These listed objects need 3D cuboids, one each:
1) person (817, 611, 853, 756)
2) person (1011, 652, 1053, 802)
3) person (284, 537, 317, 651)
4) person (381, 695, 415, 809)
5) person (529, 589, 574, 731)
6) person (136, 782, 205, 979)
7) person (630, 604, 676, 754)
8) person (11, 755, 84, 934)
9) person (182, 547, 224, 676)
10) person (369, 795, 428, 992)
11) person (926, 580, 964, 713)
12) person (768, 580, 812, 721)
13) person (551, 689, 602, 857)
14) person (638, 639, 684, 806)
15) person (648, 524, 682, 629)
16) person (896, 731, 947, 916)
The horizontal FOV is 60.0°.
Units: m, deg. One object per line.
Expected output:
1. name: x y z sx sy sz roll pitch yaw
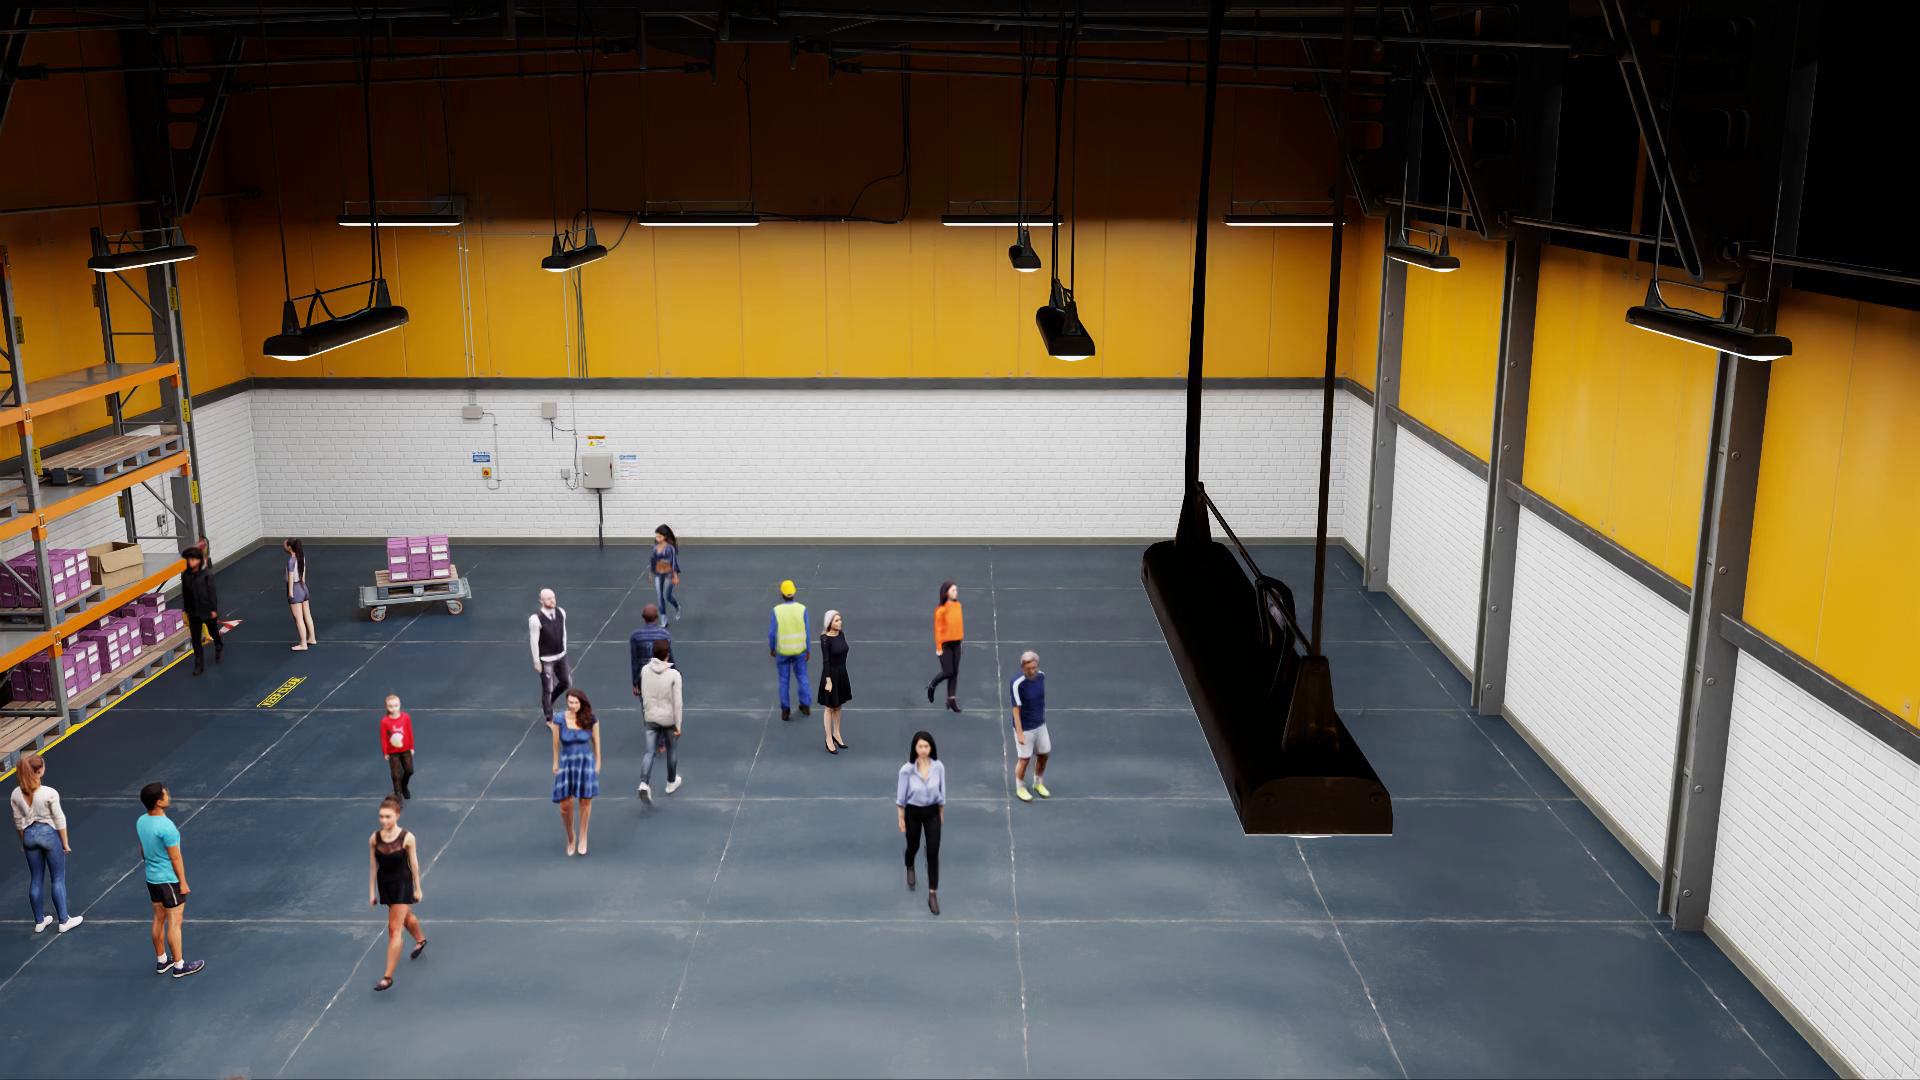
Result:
1. person: -1.506 1.690 20.022 0.754 1.747 0.660 8 16 30
2. person: 0.751 2.054 18.439 0.879 1.785 0.832 11 17 37
3. person: -9.563 0.762 24.070 0.659 1.646 0.454 1 14 4
4. person: -6.237 2.320 18.429 0.628 1.273 0.692 -9 16 -31
5. person: -5.164 1.476 20.777 0.922 1.808 0.851 10 17 35
6. person: -7.007 2.981 14.631 0.689 1.776 0.687 7 15 28
7. person: -3.664 1.697 19.971 0.782 1.757 1.217 -2 14 -10
8. person: -8.523 2.811 15.451 0.620 1.719 0.524 1 14 3
9. person: -10.491 0.946 23.073 0.708 1.758 1.100 -2 14 -7
10. person: -4.931 3.050 14.671 0.731 1.622 1.180 3 14 11
11. person: -0.205 1.363 21.395 0.916 1.736 0.864 12 18 40
12. person: -2.181 1.408 21.062 0.794 1.807 0.815 -3 14 -13
13. person: -3.943 2.371 17.111 0.747 1.794 0.772 -3 14 -12
14. person: -3.368 2.033 18.438 0.776 1.826 1.207 2 14 8
15. person: -4.405 0.540 25.056 0.786 1.613 0.839 7 15 27
16. person: -0.391 2.671 16.066 0.789 1.703 1.160 -2 14 -9
